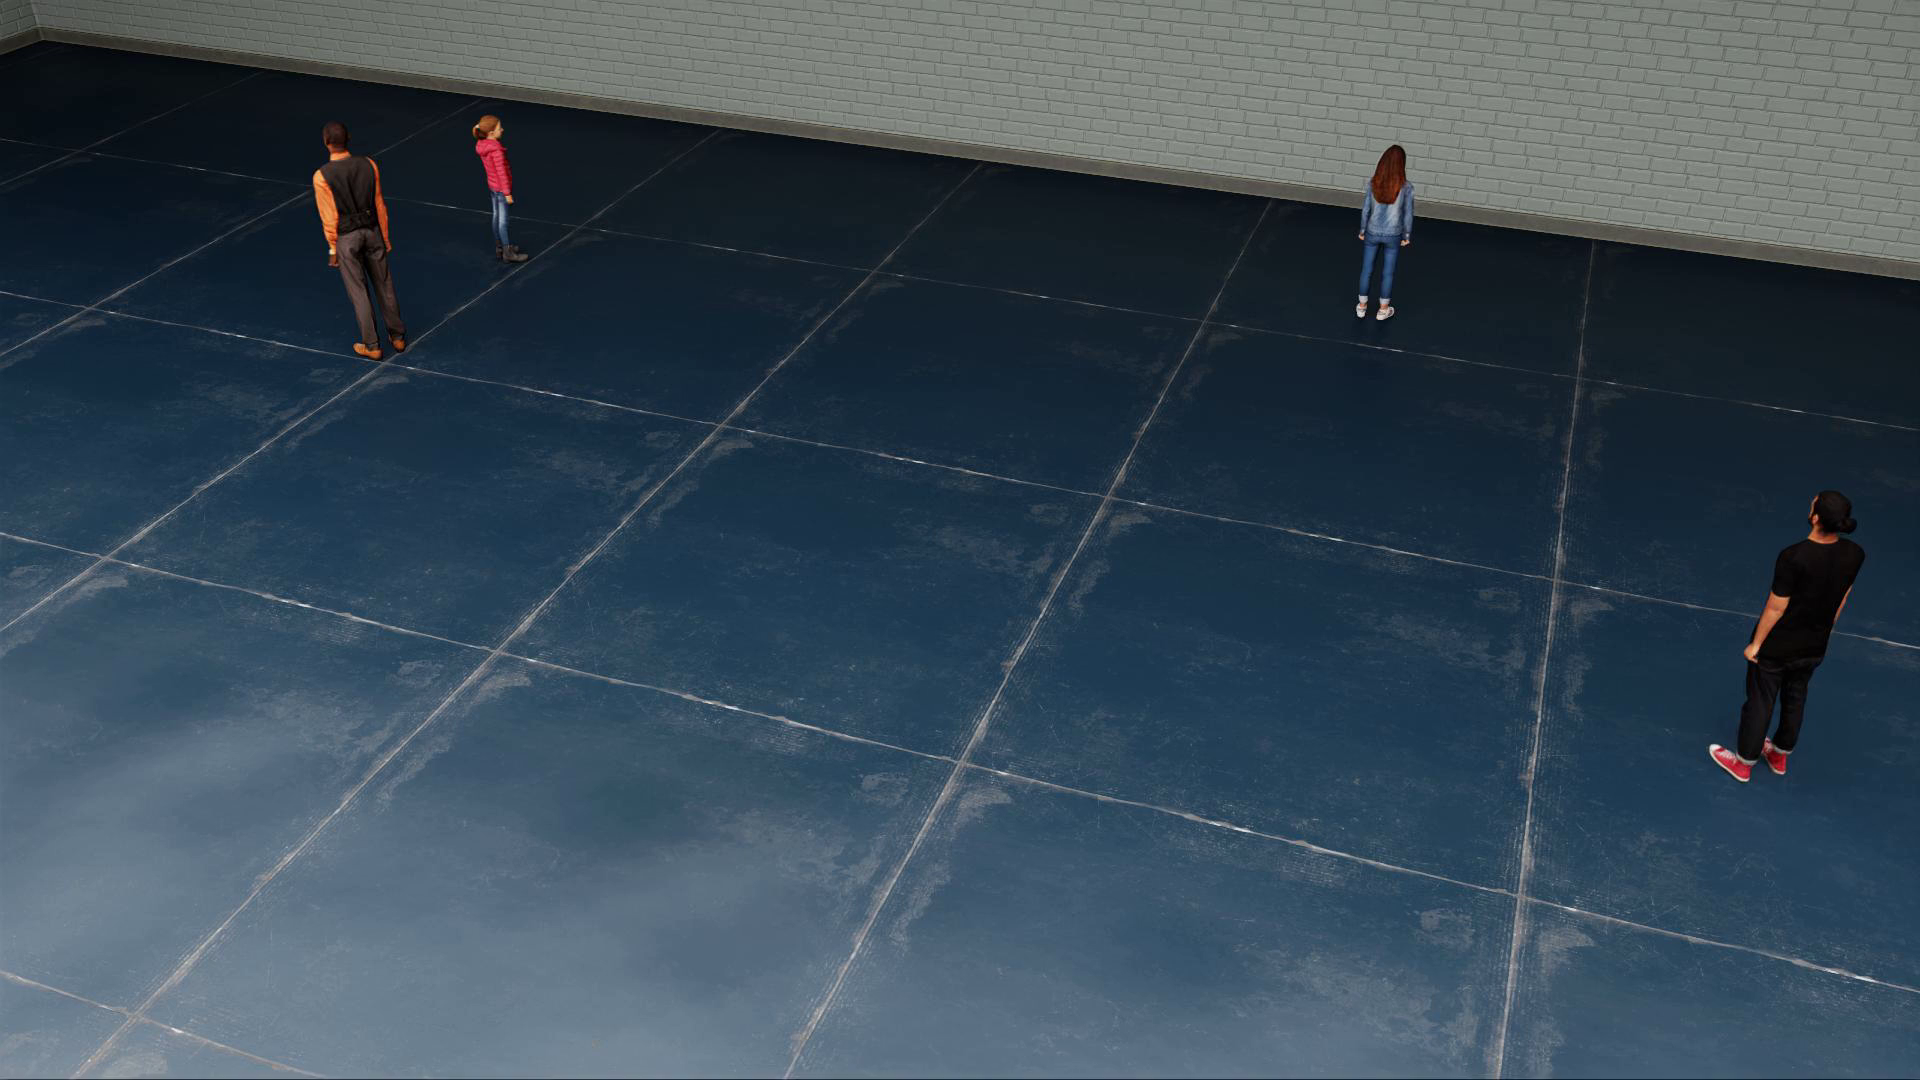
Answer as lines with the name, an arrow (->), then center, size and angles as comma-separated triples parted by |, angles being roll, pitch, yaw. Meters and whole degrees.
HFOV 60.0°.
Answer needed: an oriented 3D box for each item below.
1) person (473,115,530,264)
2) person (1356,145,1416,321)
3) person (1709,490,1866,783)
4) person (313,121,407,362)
person -> -4.084, -3.108, 14.704 | 0.643, 1.317, 0.596 | -18, 37, -25
person -> 3.479, -2.523, 13.658 | 0.580, 1.476, 0.511 | 14, 35, 20
person -> 4.371, 0.512, 8.735 | 0.714, 1.756, 0.729 | -7, 34, -11
person -> -4.680, -2.332, 12.969 | 0.714, 1.908, 0.843 | -27, 42, -35
